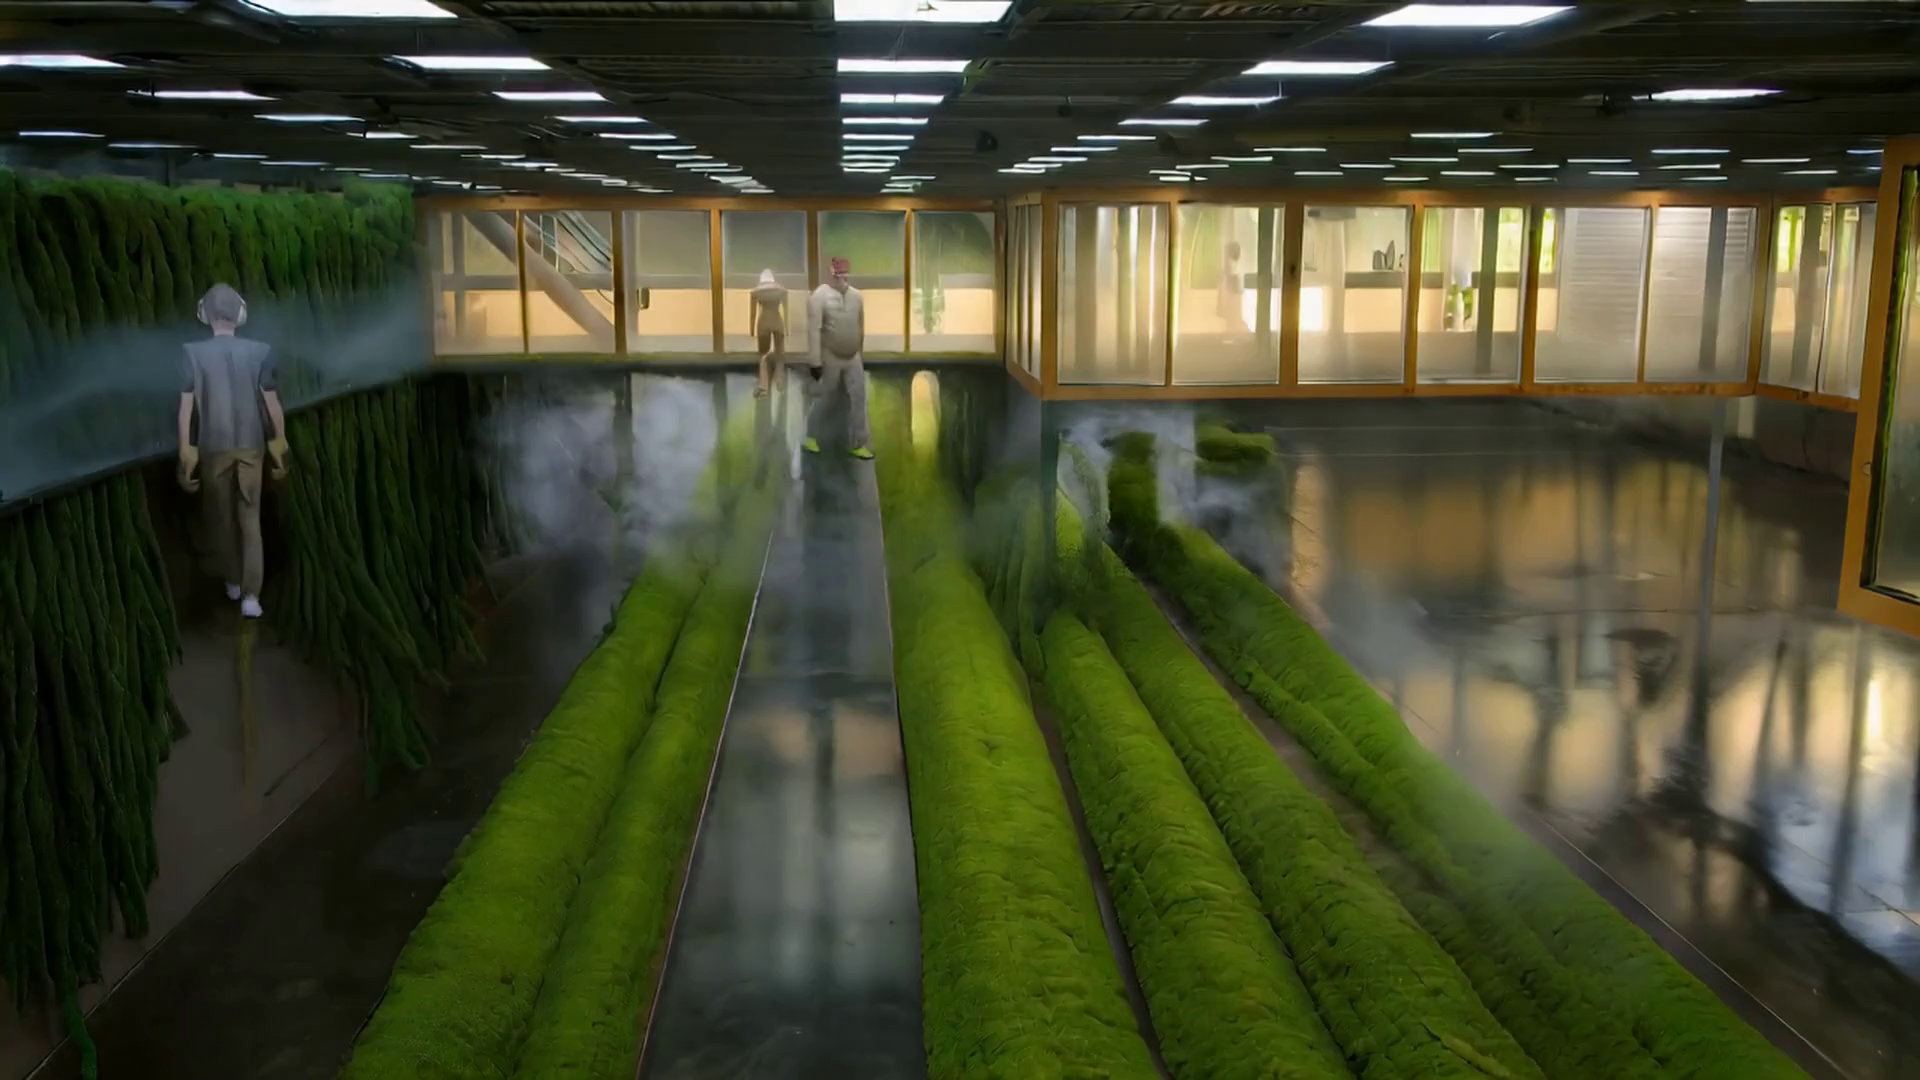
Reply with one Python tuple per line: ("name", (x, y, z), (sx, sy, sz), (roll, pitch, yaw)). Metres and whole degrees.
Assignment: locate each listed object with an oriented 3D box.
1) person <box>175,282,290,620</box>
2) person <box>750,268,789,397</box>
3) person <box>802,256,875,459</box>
("person", (-3.975, -0.490, 9.094), (0.549, 1.824, 0.992), (-4, 11, -19))
("person", (-2.411, -2.626, 21.083), (0.507, 1.632, 0.267), (-4, 11, -19))
("person", (-1.173, -1.710, 15.523), (0.657, 1.872, 0.948), (-8, 13, -36))
